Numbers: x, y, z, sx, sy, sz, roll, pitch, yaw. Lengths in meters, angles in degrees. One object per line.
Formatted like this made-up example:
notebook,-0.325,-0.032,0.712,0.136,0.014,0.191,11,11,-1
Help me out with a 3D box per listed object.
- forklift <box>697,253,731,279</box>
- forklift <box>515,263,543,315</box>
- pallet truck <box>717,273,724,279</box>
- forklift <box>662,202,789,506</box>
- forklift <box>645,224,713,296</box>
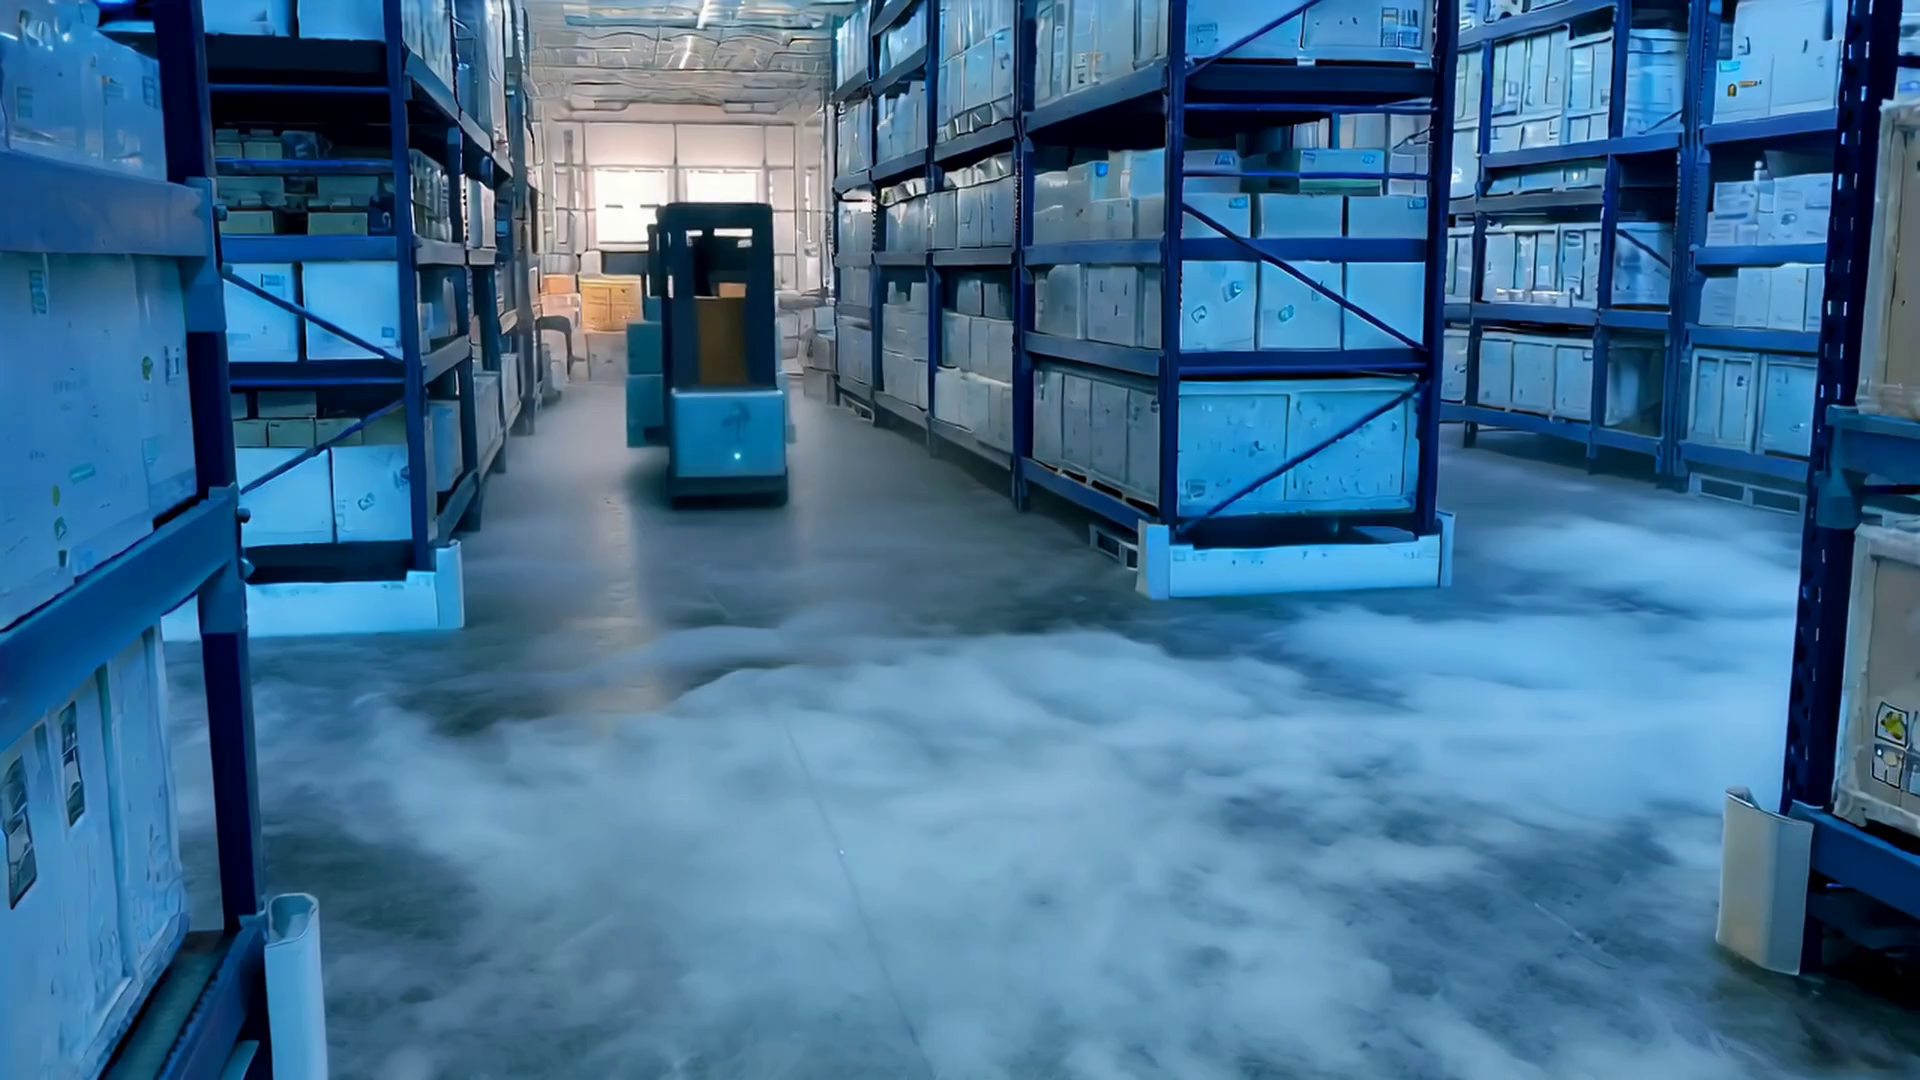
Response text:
forklift,-6.403,-6.321,43.352,1.129,2.768,1.873,-2,10,-12
forklift,-14.713,-8.414,56.111,1.873,2.768,1.129,7,12,38
pallet truck,-8.580,-8.986,62.280,1.885,1.965,0.823,1,9,5
forklift,-2.275,-1.812,15.865,1.129,2.768,1.873,-2,10,-12
forklift,-3.968,-3.099,23.710,1.129,2.768,1.873,-2,10,-12
